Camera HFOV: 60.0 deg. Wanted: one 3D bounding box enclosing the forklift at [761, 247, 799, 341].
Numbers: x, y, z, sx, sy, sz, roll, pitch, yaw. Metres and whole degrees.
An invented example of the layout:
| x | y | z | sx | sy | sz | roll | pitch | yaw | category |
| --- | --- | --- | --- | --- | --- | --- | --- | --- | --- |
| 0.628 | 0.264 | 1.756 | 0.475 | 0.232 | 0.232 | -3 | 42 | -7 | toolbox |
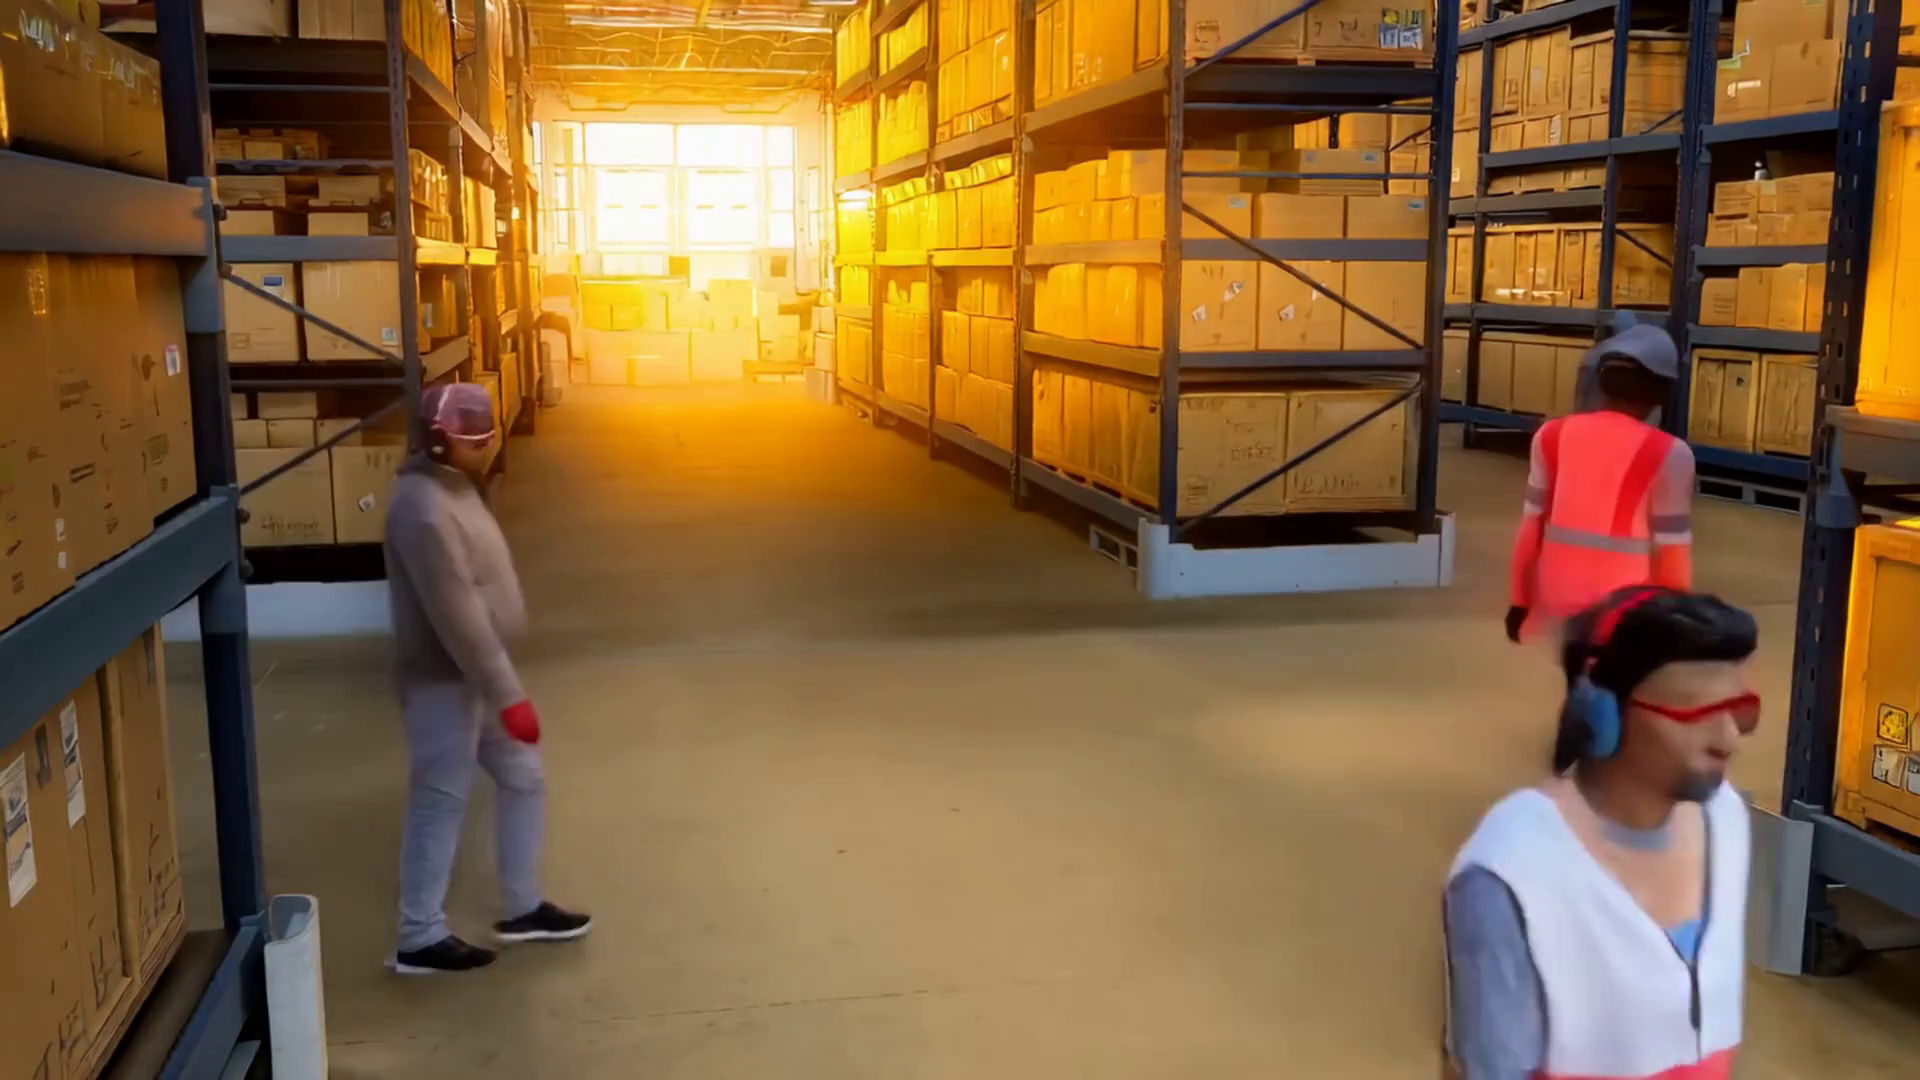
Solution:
| x | y | z | sx | sy | sz | roll | pitch | yaw | category |
| --- | --- | --- | --- | --- | --- | --- | --- | --- | --- |
| -5.458 | -7.384 | 49.829 | 1.129 | 2.768 | 1.873 | -2 | 10 | -12 | forklift |

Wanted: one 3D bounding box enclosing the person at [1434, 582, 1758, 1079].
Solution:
| x | y | z | sx | sy | sz | roll | pitch | yaw | category |
| --- | --- | --- | --- | --- | --- | --- | --- | --- | --- |
| 0.888 | 0.956 | 2.213 | 0.591 | 1.817 | 0.704 | -6 | 11 | -33 | person |

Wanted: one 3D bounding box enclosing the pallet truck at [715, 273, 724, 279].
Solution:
| x | y | z | sx | sy | sz | roll | pitch | yaw | category |
| --- | --- | --- | --- | --- | --- | --- | --- | --- | --- |
| -8.580 | -8.986 | 62.280 | 1.885 | 1.965 | 0.823 | 1 | 9 | 5 | pallet truck |

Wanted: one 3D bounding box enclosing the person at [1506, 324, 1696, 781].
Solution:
| x | y | z | sx | sy | sz | roll | pitch | yaw | category |
| --- | --- | --- | --- | --- | --- | --- | --- | --- | --- |
| 2.390 | 0.223 | 6.110 | 0.755 | 2.006 | 0.638 | -7 | 12 | -38 | person |

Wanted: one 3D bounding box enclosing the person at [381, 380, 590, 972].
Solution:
| x | y | z | sx | sy | sz | roll | pitch | yaw | category |
| --- | --- | --- | --- | --- | --- | --- | --- | --- | --- |
| -1.462 | 0.444 | 5.174 | 0.737 | 1.875 | 0.652 | -1 | 9 | -7 | person |

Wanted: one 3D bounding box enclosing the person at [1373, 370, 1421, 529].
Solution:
| x | y | z | sx | sy | sz | roll | pitch | yaw | category |
| --- | --- | --- | --- | --- | --- | --- | --- | --- | --- |
| 3.709 | -0.953 | 14.269 | 0.552 | 1.669 | 0.697 | -2 | 9 | -9 | person |

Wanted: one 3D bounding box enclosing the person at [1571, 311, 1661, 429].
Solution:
| x | y | z | sx | sy | sz | roll | pitch | yaw | category |
| --- | --- | --- | --- | --- | --- | --- | --- | --- | --- |
| 5.092 | -0.836 | 12.944 | 0.648 | 1.887 | 0.706 | 6 | 11 | 31 | person |
